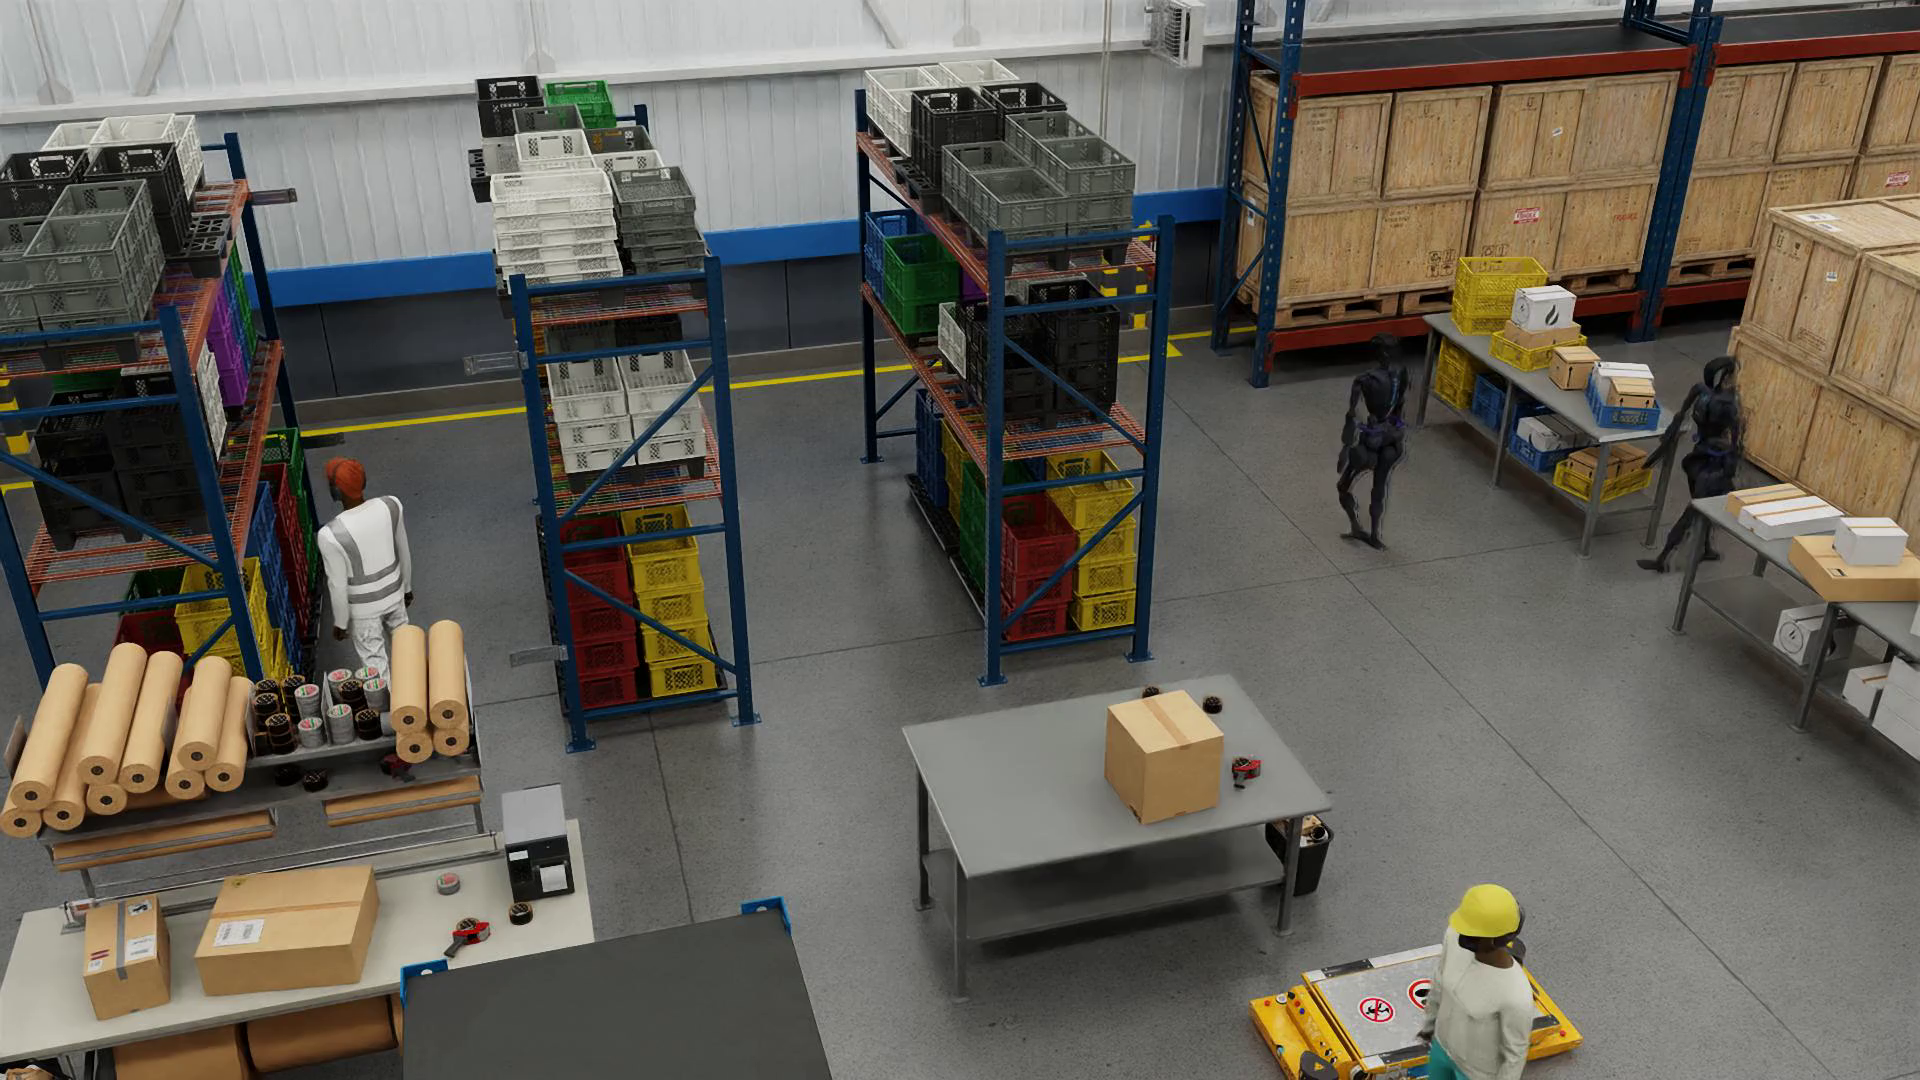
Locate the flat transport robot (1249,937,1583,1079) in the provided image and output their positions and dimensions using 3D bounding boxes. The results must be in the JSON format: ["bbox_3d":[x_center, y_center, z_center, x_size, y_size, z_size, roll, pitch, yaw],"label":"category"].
[{"bbox_3d":[2.184,2.282,7.980,1.431,0.197,0.652,-8,30,-14],"label":"flat transport robot"}]

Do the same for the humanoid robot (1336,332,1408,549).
[{"bbox_3d":[2.975,-0.721,12.012,0.625,1.641,0.440,-14,32,-23],"label":"humanoid robot"}]

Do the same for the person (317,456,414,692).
[{"bbox_3d":[-3.467,0.365,9.822,0.357,1.884,0.573,17,33,28],"label":"person"}]

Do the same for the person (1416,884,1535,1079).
[{"bbox_3d":[2.052,2.107,6.773,0.324,1.767,0.531,-11,31,-18],"label":"person"}]

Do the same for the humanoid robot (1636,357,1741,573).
[{"bbox_3d":[5.204,-0.523,11.687,0.751,1.619,0.554,-3,29,-6],"label":"humanoid robot"}]
